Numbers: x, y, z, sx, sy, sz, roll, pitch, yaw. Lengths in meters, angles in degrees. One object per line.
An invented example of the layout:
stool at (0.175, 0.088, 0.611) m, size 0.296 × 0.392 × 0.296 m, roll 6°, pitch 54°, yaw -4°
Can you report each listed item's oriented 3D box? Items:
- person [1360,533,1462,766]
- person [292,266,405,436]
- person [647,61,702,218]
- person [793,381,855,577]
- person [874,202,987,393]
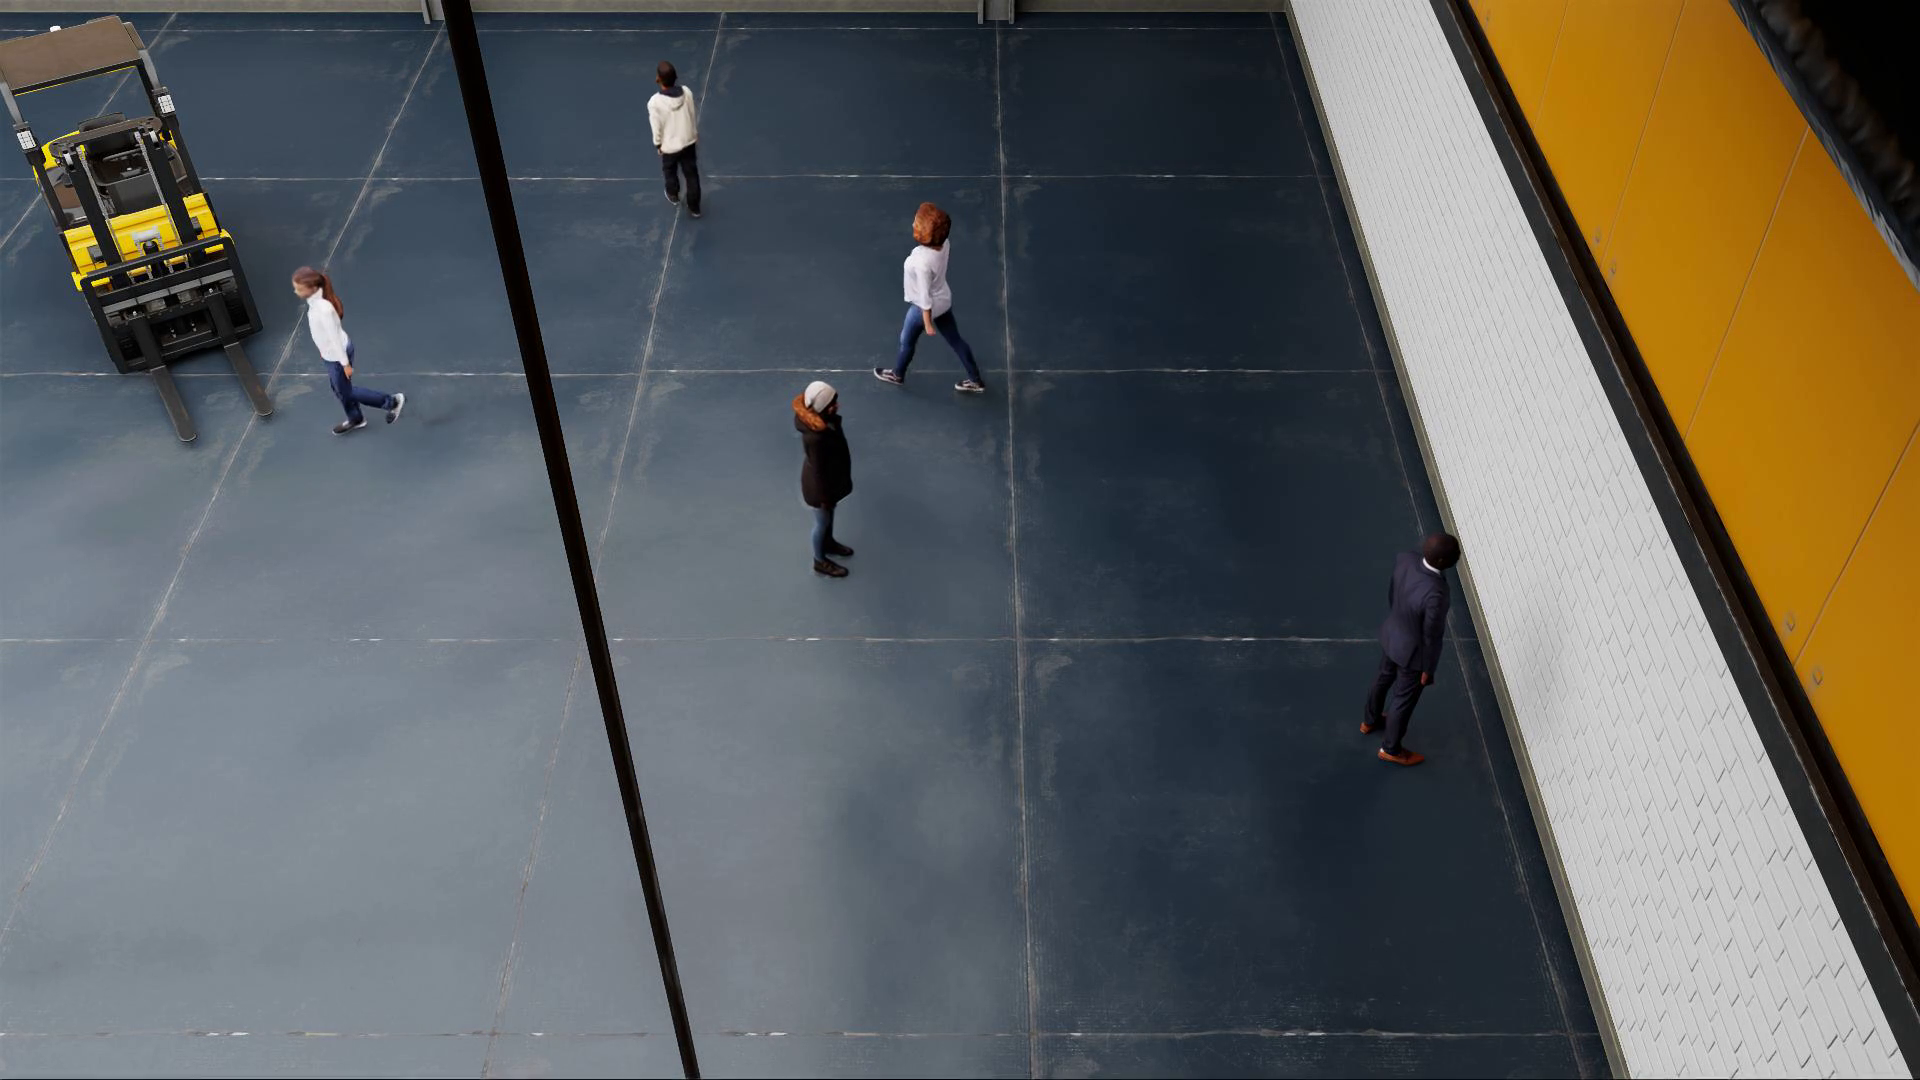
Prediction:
person at (2.753, 0.636, 10.163) m, size 0.669 × 1.824 × 0.750 m, roll -9°, pitch 44°, yaw -10°
person at (-4.611, -1.433, 12.542) m, size 0.890 × 1.537 × 0.754 m, roll -18°, pitch 47°, yaw -18°
person at (-2.495, -3.531, 14.818) m, size 0.782 × 1.435 × 0.803 m, roll -15°, pitch 46°, yaw -15°
person at (-0.933, -0.441, 11.431) m, size 0.611 × 1.634 × 0.623 m, roll 3°, pitch 44°, yaw 3°
person at (-0.127, -1.806, 12.836) m, size 1.239 × 1.671 × 0.996 m, roll 20°, pitch 47°, yaw 19°
